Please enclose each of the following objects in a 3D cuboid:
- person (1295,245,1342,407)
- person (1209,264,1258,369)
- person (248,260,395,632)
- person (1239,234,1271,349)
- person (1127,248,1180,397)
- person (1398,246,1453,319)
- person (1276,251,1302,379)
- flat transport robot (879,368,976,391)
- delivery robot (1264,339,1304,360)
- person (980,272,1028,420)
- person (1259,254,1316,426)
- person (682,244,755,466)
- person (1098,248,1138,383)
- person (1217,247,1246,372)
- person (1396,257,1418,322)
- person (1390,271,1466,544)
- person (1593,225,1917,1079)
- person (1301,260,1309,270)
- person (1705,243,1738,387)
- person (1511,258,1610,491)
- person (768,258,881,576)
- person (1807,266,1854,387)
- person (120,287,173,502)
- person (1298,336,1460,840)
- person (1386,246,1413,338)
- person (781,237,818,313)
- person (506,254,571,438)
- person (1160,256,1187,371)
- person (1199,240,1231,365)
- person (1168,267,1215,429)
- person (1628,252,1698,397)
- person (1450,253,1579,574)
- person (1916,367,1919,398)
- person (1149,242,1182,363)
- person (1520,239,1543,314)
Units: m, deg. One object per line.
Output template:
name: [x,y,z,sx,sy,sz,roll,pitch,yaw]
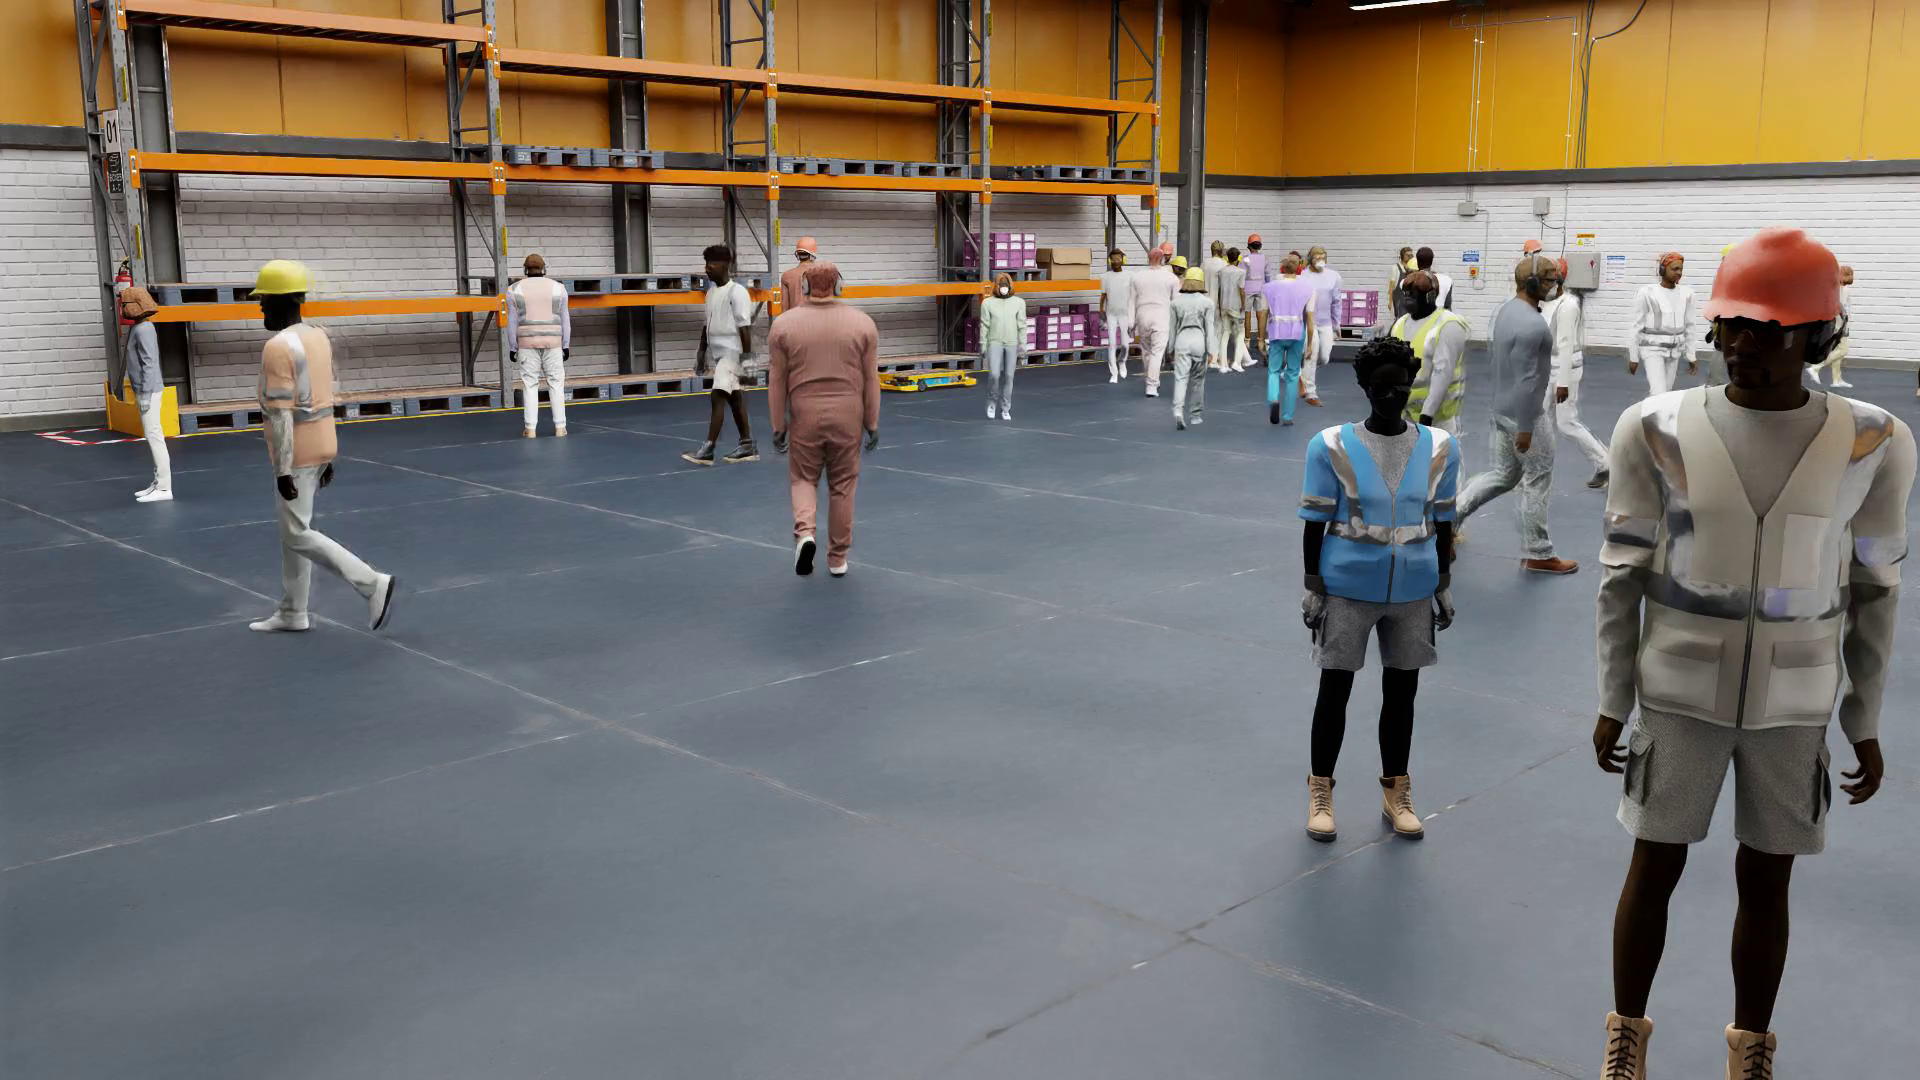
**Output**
person: [4.208,-2.565,19.894,0.641,1.915,0.774,-3,11,-14]
person: [4.138,-3.401,25.295,0.821,1.597,0.513,-6,12,-31]
person: [-3.253,-0.446,8.353,0.744,1.907,0.591,0,10,2]
person: [5.216,-4.419,29.635,0.615,2.043,0.373,-3,11,-15]
person: [2.489,-2.753,21.075,0.678,1.851,1.007,4,11,22]
person: [5.171,-2.306,18.502,0.603,1.901,0.722,1,10,8]
person: [4.612,-3.079,22.996,0.494,1.821,0.930,-3,11,-13]
flat transport robot: [-0.503,-2.124,21.957,0.652,0.197,1.431,9,14,42]
delivery robot: [4.959,-2.960,25.483,0.477,0.478,0.707,-4,11,-22]
person: [0.480,-2.117,18.230,0.509,1.617,0.378,-2,11,-9]
person: [3.437,-2.091,17.536,0.570,1.827,0.573,3,11,14]
person: [-2.187,-1.606,14.671,0.882,1.899,0.646,-7,12,-32]
person: [2.173,-3.088,22.896,0.542,1.852,0.477,1,10,7]
person: [4.021,-3.400,24.625,0.536,1.850,0.518,8,13,37]
person: [5.466,-2.545,20.216,0.346,1.756,0.563,2,11,13]
person: [2.905,-0.822,10.693,0.968,1.786,0.621,-6,12,-30]
person: [1.706,0.350,3.641,0.609,2.040,0.394,4,11,19]
person: [5.757,-3.915,28.043,0.741,1.600,0.544,-2,11,-9]
person: [9.773,-2.819,21.243,0.376,1.933,0.601,6,12,29]
person: [4.794,-1.282,13.075,0.825,1.855,0.582,0,10,-2]
person: [-0.787,-0.692,9.732,0.655,1.894,0.546,-1,10,-4]
person: [11.647,-2.832,22.116,0.519,1.619,0.520,2,11,11]
person: [-6.229,-1.112,12.719,0.271,1.632,0.508,-5,12,-26]
person: [1.393,0.170,5.556,0.541,1.695,0.316,0,10,-2]
person: [7.494,-4.063,28.265,0.542,1.833,0.442,-6,12,-28]
person: [-1.758,-2.481,19.195,0.609,1.995,0.378,3,11,14]
person: [-4.225,-1.943,16.703,0.622,1.838,0.429,-3,11,-18]
person: [3.218,-3.445,25.215,0.539,1.717,0.898,0,10,0]
person: [4.007,-3.720,26.109,0.370,1.940,0.627,-7,12,-32]
person: [2.433,-2.031,17.579,0.490,1.705,0.870,3,11,14]
person: [6.386,-1.662,15.072,0.576,1.867,0.501,-3,11,-17]
person: [3.285,-0.743,9.931,0.831,1.919,0.632,1,10,3]
person: [12.076,-2.581,20.561,0.321,1.696,0.530,3,11,16]
person: [3.217,-3.737,26.259,0.564,1.912,0.659,3,11,15]
person: [8.916,-3.674,25.797,0.849,1.969,0.621,10,14,43]
